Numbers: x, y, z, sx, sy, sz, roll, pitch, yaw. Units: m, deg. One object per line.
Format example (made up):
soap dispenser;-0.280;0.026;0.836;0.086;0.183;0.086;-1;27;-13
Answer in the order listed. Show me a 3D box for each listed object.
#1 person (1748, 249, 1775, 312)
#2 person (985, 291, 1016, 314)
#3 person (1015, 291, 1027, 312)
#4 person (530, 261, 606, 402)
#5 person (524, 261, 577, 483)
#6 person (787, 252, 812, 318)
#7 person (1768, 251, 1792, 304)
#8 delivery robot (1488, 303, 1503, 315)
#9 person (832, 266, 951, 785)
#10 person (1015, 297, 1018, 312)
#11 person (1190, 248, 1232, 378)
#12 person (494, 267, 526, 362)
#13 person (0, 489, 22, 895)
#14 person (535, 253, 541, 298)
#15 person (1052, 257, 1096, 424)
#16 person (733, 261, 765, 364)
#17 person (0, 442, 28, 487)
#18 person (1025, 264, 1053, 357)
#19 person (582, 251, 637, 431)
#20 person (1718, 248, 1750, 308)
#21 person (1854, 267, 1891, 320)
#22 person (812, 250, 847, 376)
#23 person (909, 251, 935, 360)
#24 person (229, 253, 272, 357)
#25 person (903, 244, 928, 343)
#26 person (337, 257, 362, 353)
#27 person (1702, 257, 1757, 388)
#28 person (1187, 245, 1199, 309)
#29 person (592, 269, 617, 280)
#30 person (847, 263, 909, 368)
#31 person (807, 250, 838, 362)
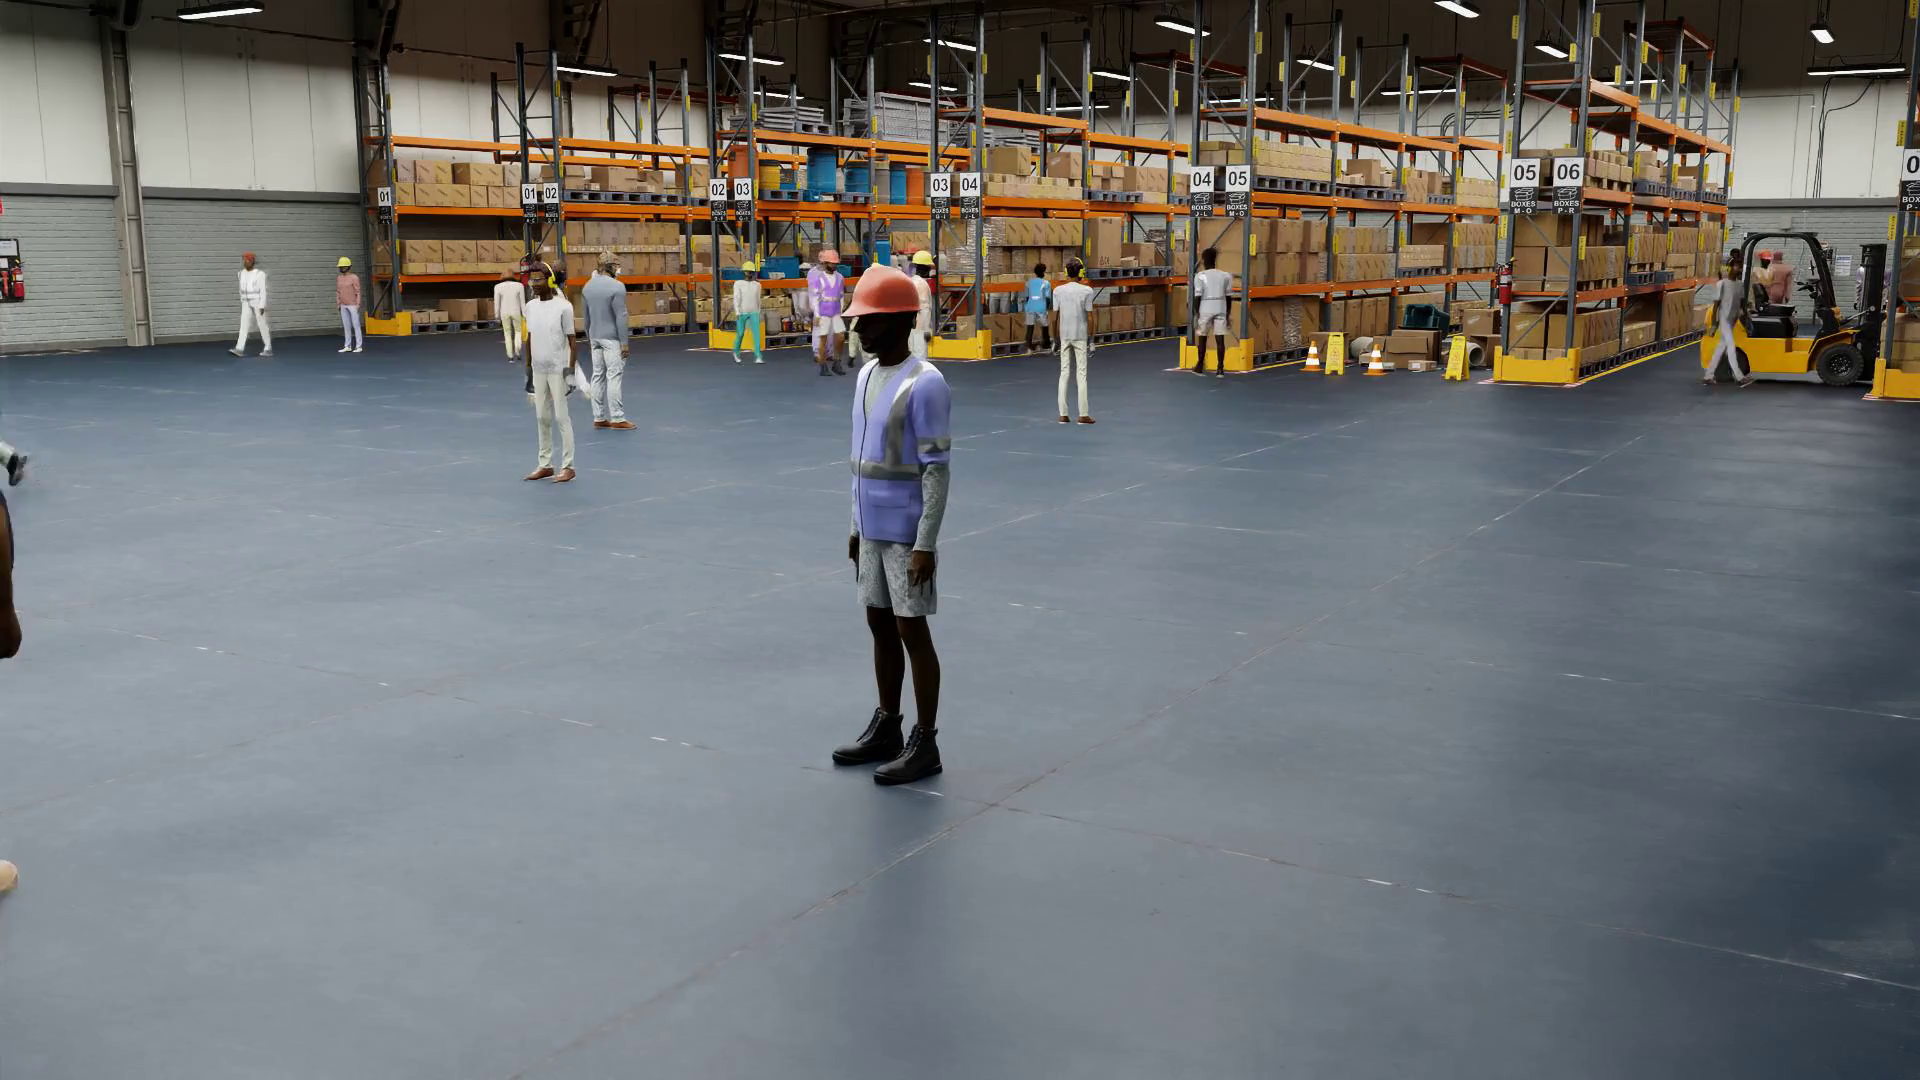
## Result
person;15.974;-4.849;33.245;0.545;1.911;0.889;-1;10;-7
person;0.796;-4.791;32.847;0.624;1.934;0.364;1;10;3
person;1.402;-5.175;35.806;0.507;1.636;0.274;9;13;40
person;-5.056;-2.641;21.172;0.981;1.790;0.633;0;10;0
person;-3.485;-1.418;14.118;0.535;1.868;0.309;5;11;25
person;-3.691;-5.712;38.290;0.642;1.833;0.431;8;13;37
person;17.505;-5.279;35.740;0.635;1.873;0.904;2;10;11
delivery robot;12.878;-5.512;40.459;0.707;0.478;0.477;-1;10;-7
person;-0.267;-0.052;6.270;0.356;1.936;0.551;-7;12;-34
person;1.437;-5.664;37.544;0.608;1.995;0.377;5;11;28
person;3.837;-3.450;25.325;0.710;1.924;0.916;-2;10;-10
person;-7.685;-3.850;28.412;0.536;1.616;0.366;-3;11;-16
person;-3.105;0.126;4.986;0.713;2.000;0.536;3;11;18
person;-9.276;-5.477;37.080;0.431;1.810;0.727;2;10;11
person;1.276;-2.229;18.652;0.520;1.873;0.333;5;11;26
person;-3.609;-3.851;28.144;0.524;1.726;0.885;-5;11;-27
person;-8.011;-1.249;13.339;0.720;1.813;0.605;-3;11;-18
person;1.417;-4.111;29.782;0.544;1.643;0.866;5;11;28
person;-3.818;-2.149;18.020;0.629;1.937;0.378;7;13;36
person;15.285;-4.800;32.916;0.596;1.918;0.386;7;12;35
person;17.283;-4.553;31.539;0.585;1.921;0.392;6;12;32
person;-1.977;-3.437;25.302;0.568;1.918;0.543;-6;12;-31
person;-0.506;-2.756;21.450;0.386;1.924;0.593;-4;11;-20
person;-12.673;-4.179;29.662;0.606;1.837;0.886;3;11;17
person;-0.987;-4.948;33.551;0.614;1.991;1.009;9;14;42
person;-11.326;-4.346;30.807;0.527;1.765;0.329;4;11;24
person;10.867;-3.039;23.335;0.516;1.825;0.958;-6;12;-31
person;4.406;-4.387;30.289;0.606;2.035;0.405;7;12;33
person;-6.461;-4.308;30.382;0.506;1.842;0.346;-10;14;-43
person;-0.870;-1.940;17.212;0.610;1.812;0.666;4;11;22
person;-2.295;-3.995;28.440;0.638;1.910;0.407;-9;14;-42
